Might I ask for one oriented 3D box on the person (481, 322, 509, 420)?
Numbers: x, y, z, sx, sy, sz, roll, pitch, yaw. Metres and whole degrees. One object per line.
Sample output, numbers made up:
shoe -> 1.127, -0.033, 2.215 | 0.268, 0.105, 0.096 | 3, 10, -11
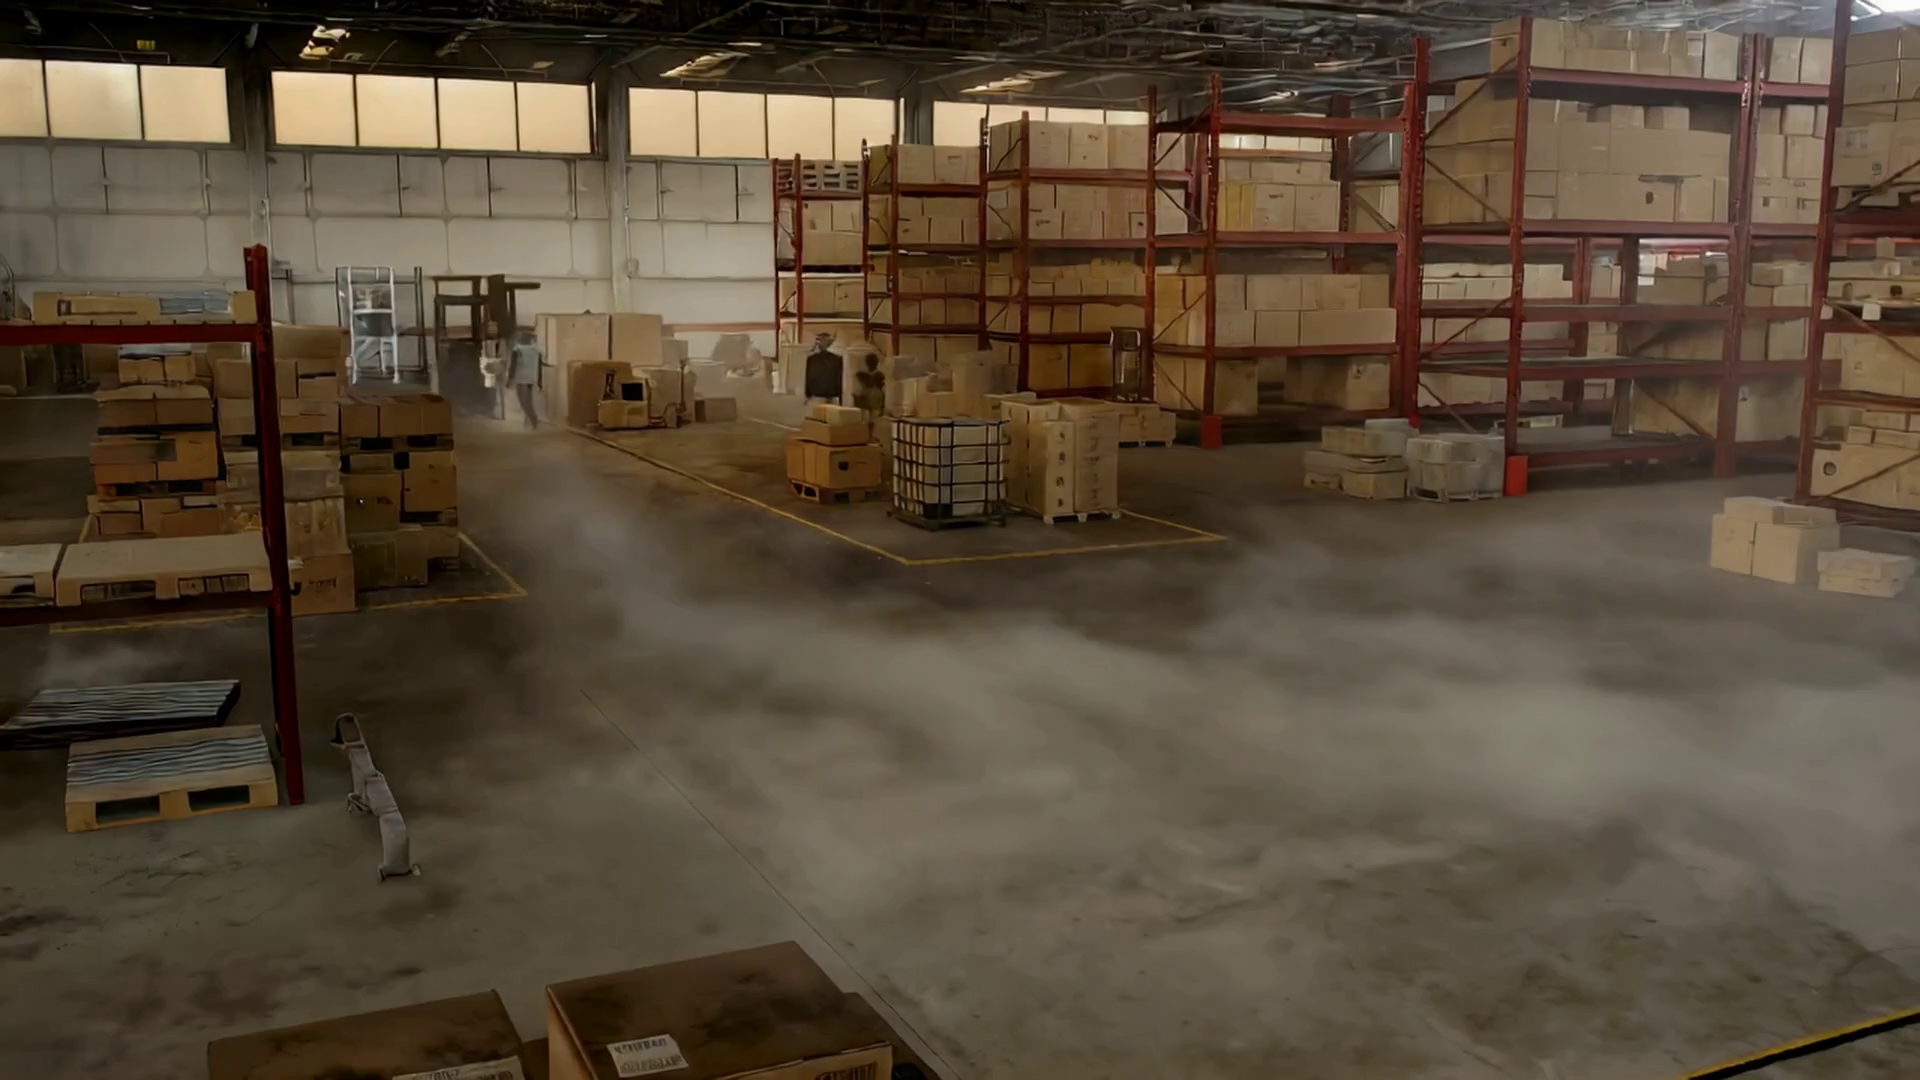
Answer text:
person -> -9.074, -3.295, 32.473 | 0.542, 1.930, 0.366 | 0, 9, -3

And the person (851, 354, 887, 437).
person -> -1.412, -2.044, 25.553 | 0.563, 1.643, 0.899 | -4, 10, -24

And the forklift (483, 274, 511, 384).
forklift -> -11.745, -5.339, 42.214 | 1.873, 2.768, 1.129 | -4, 10, -25

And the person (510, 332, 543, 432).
person -> -7.755, -2.827, 29.888 | 0.680, 1.829, 0.623 | 8, 12, 41

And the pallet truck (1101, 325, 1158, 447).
pallet truck -> 2.881, -2.596, 27.923 | 0.823, 1.965, 1.885 | -1, 9, -7

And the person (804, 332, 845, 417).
person -> -2.117, -2.248, 25.943 | 0.651, 1.948, 0.553 | -3, 10, -16

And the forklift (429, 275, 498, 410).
forklift -> -10.415, -4.113, 34.606 | 1.129, 2.768, 1.873 | -4, 10, -25
